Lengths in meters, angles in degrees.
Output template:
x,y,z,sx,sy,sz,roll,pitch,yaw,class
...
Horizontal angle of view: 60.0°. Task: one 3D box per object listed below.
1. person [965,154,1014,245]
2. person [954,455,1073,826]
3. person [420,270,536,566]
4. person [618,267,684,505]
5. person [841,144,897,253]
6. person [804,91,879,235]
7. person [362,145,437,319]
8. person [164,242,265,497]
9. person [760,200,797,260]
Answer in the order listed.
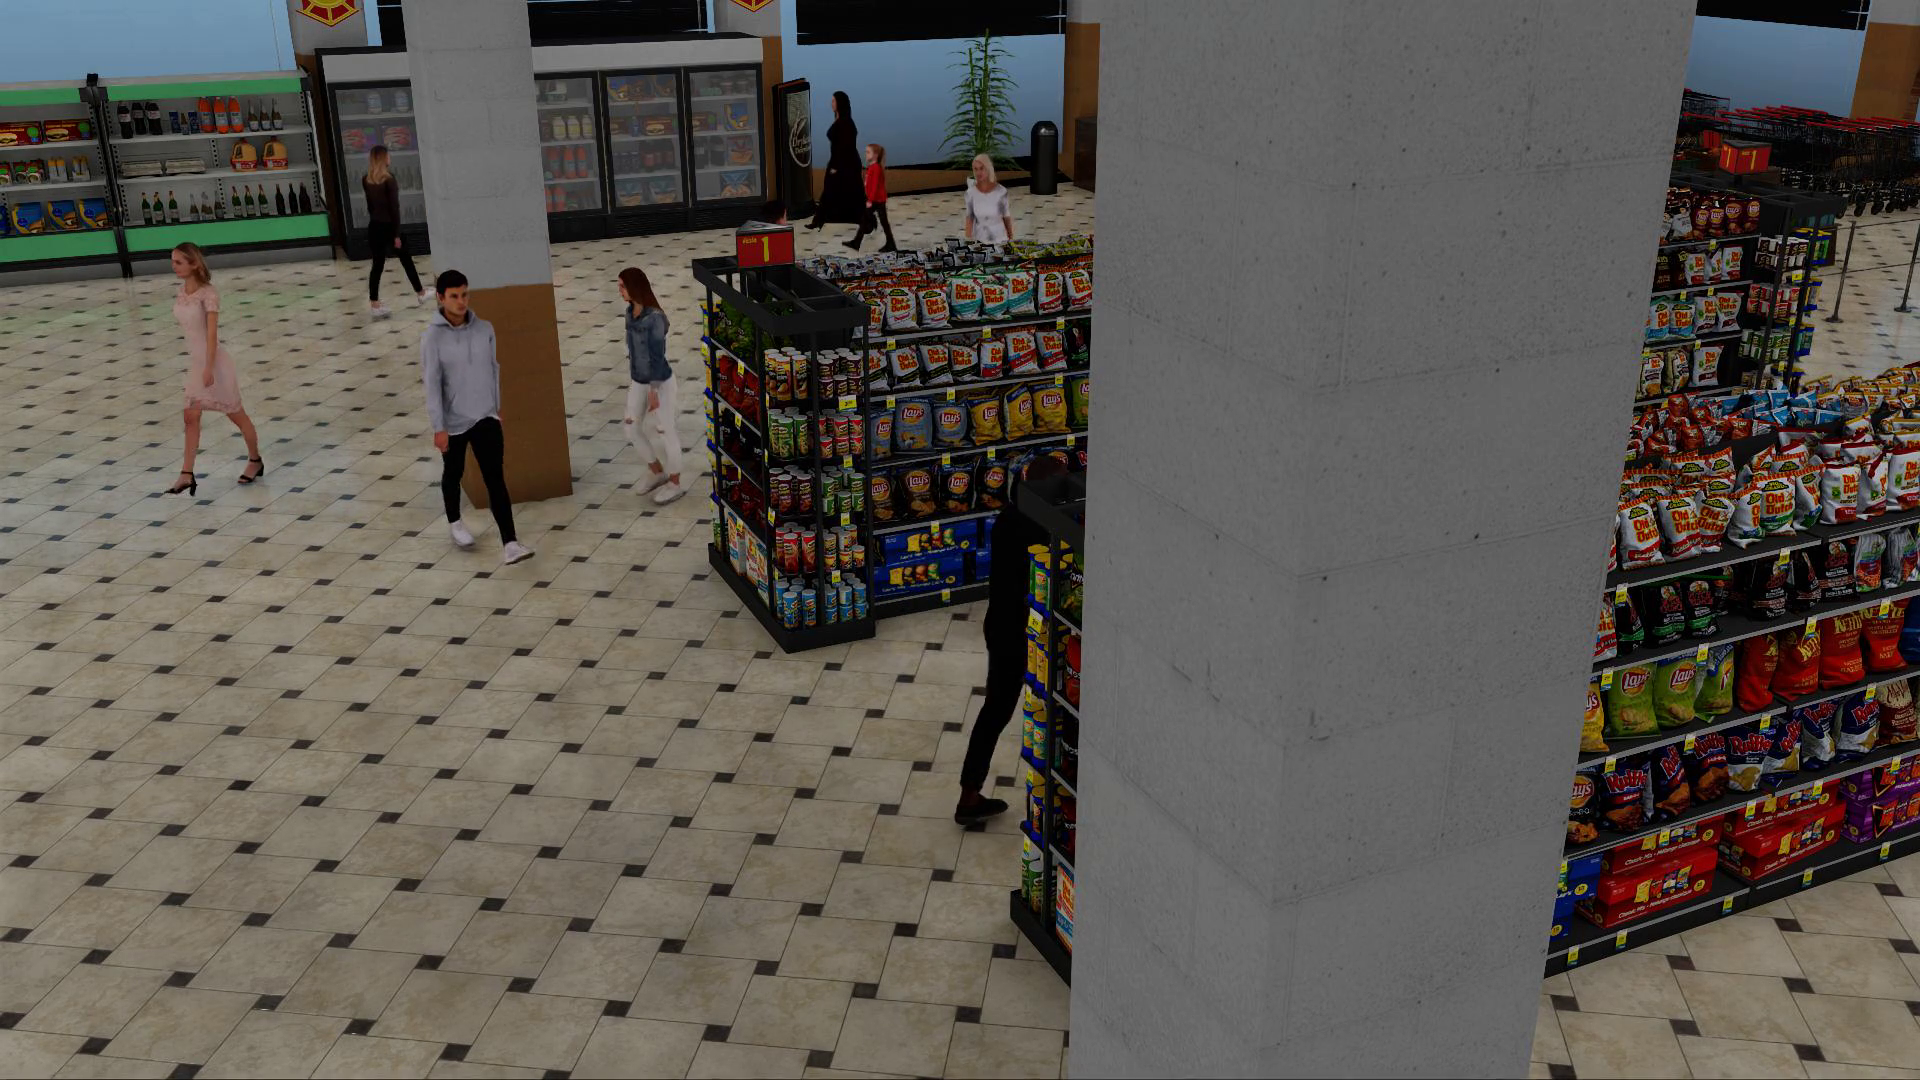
x,y,z,sx,sy,sz,roll,pitch,yaw,class
0.304,-2.861,16.087,1.109,1.683,1.056,1,22,4,person
0.217,0.523,7.549,1.027,1.770,0.737,-12,25,-27,person
-3.210,-0.776,10.650,1.251,1.868,0.999,-18,28,-37,person
-2.085,-1.095,11.691,0.720,1.683,0.713,17,28,36,person
-0.920,-3.971,19.426,0.853,1.252,0.526,-8,23,-20,person
-1.294,-4.517,20.192,1.140,1.695,0.737,-7,23,-18,person
-5.773,-3.025,16.533,1.051,1.655,1.162,10,24,24,person
-5.241,-1.217,11.849,0.920,1.792,1.084,13,25,29,person
-1.436,-1.748,13.095,0.706,1.847,0.715,14,26,30,person
